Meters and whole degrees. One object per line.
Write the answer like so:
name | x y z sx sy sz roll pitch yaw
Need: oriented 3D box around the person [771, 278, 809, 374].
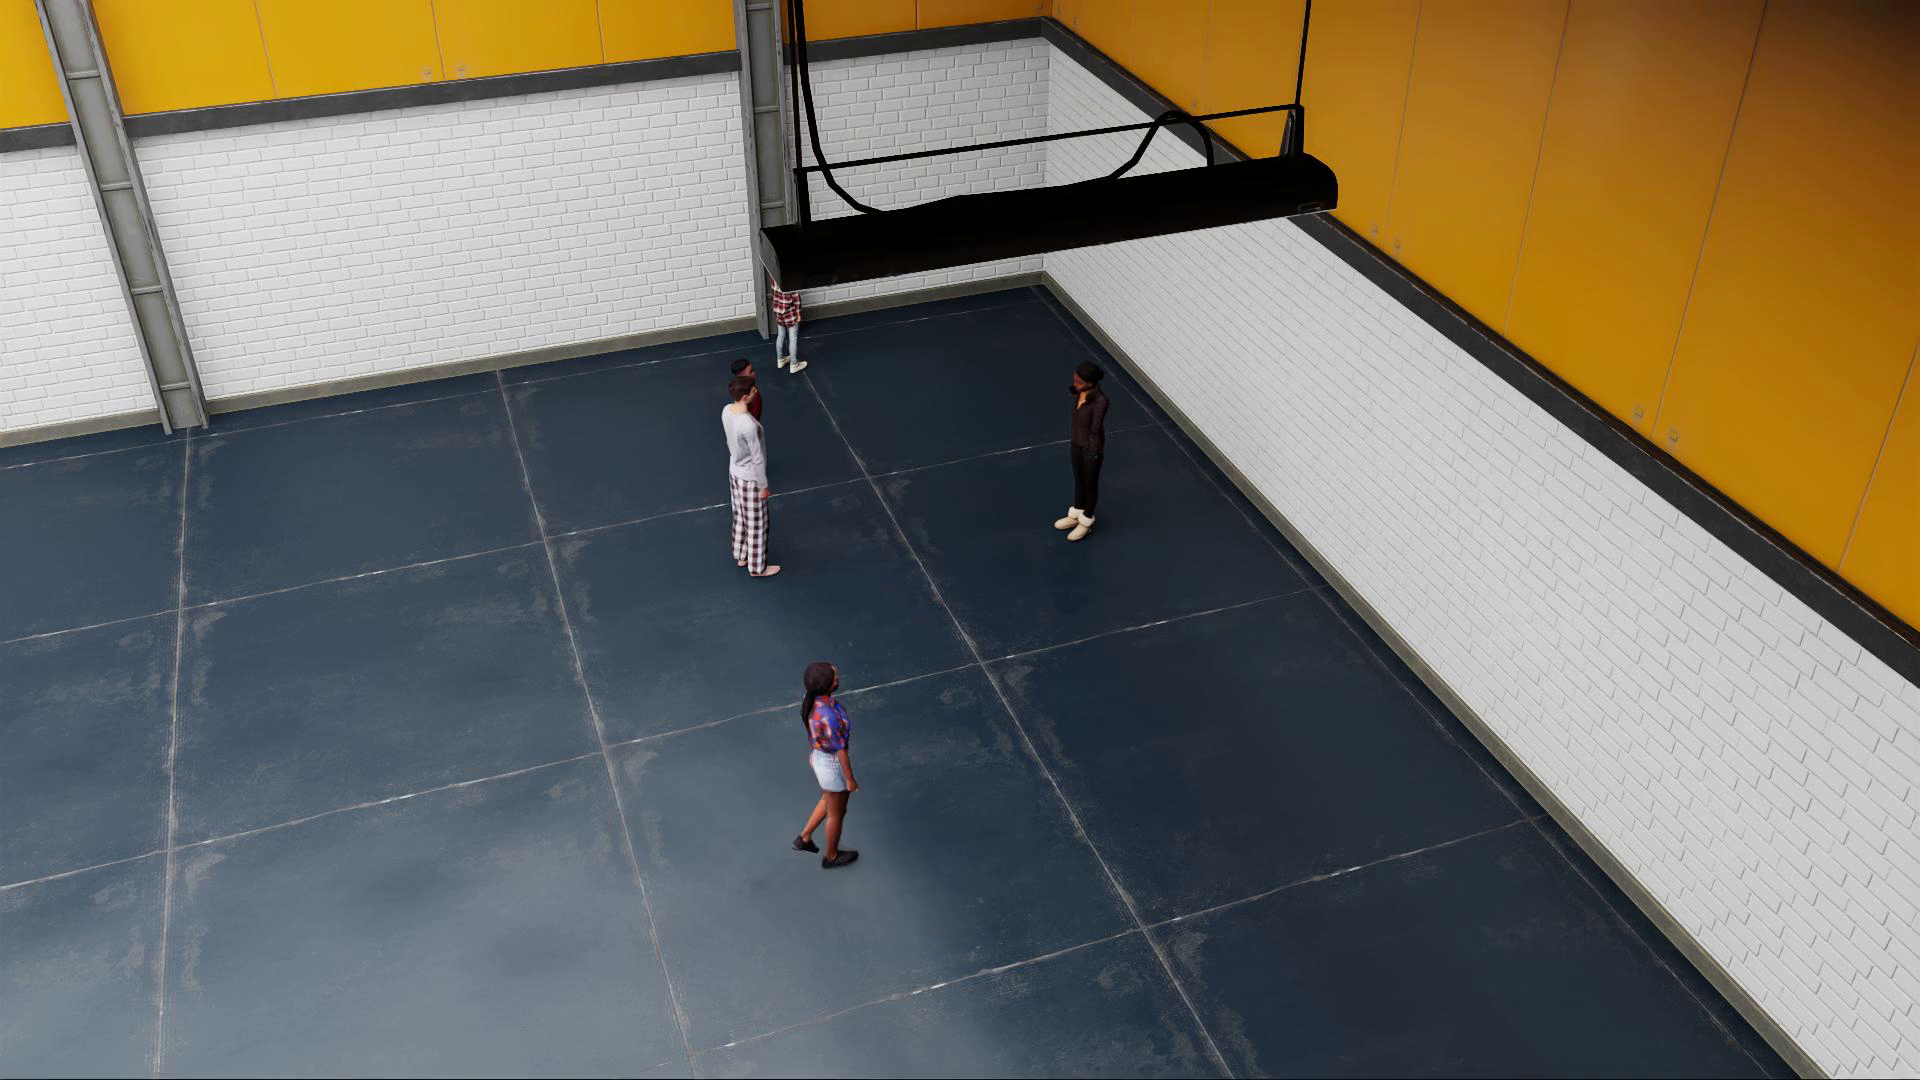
person | -1.777 -2.348 17.028 0.602 1.304 0.631 24 40 31

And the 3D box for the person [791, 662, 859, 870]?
person | -0.920 1.514 10.833 0.689 1.729 0.606 -14 36 -20

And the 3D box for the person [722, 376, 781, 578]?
person | -1.764 -0.536 13.810 0.624 1.847 0.681 -21 39 -29

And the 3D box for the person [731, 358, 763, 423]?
person | -1.962 -1.095 15.187 0.573 1.254 0.555 0 34 0

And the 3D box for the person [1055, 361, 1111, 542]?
person | 1.113 -0.809 14.389 0.675 1.661 0.622 -17 37 -24
